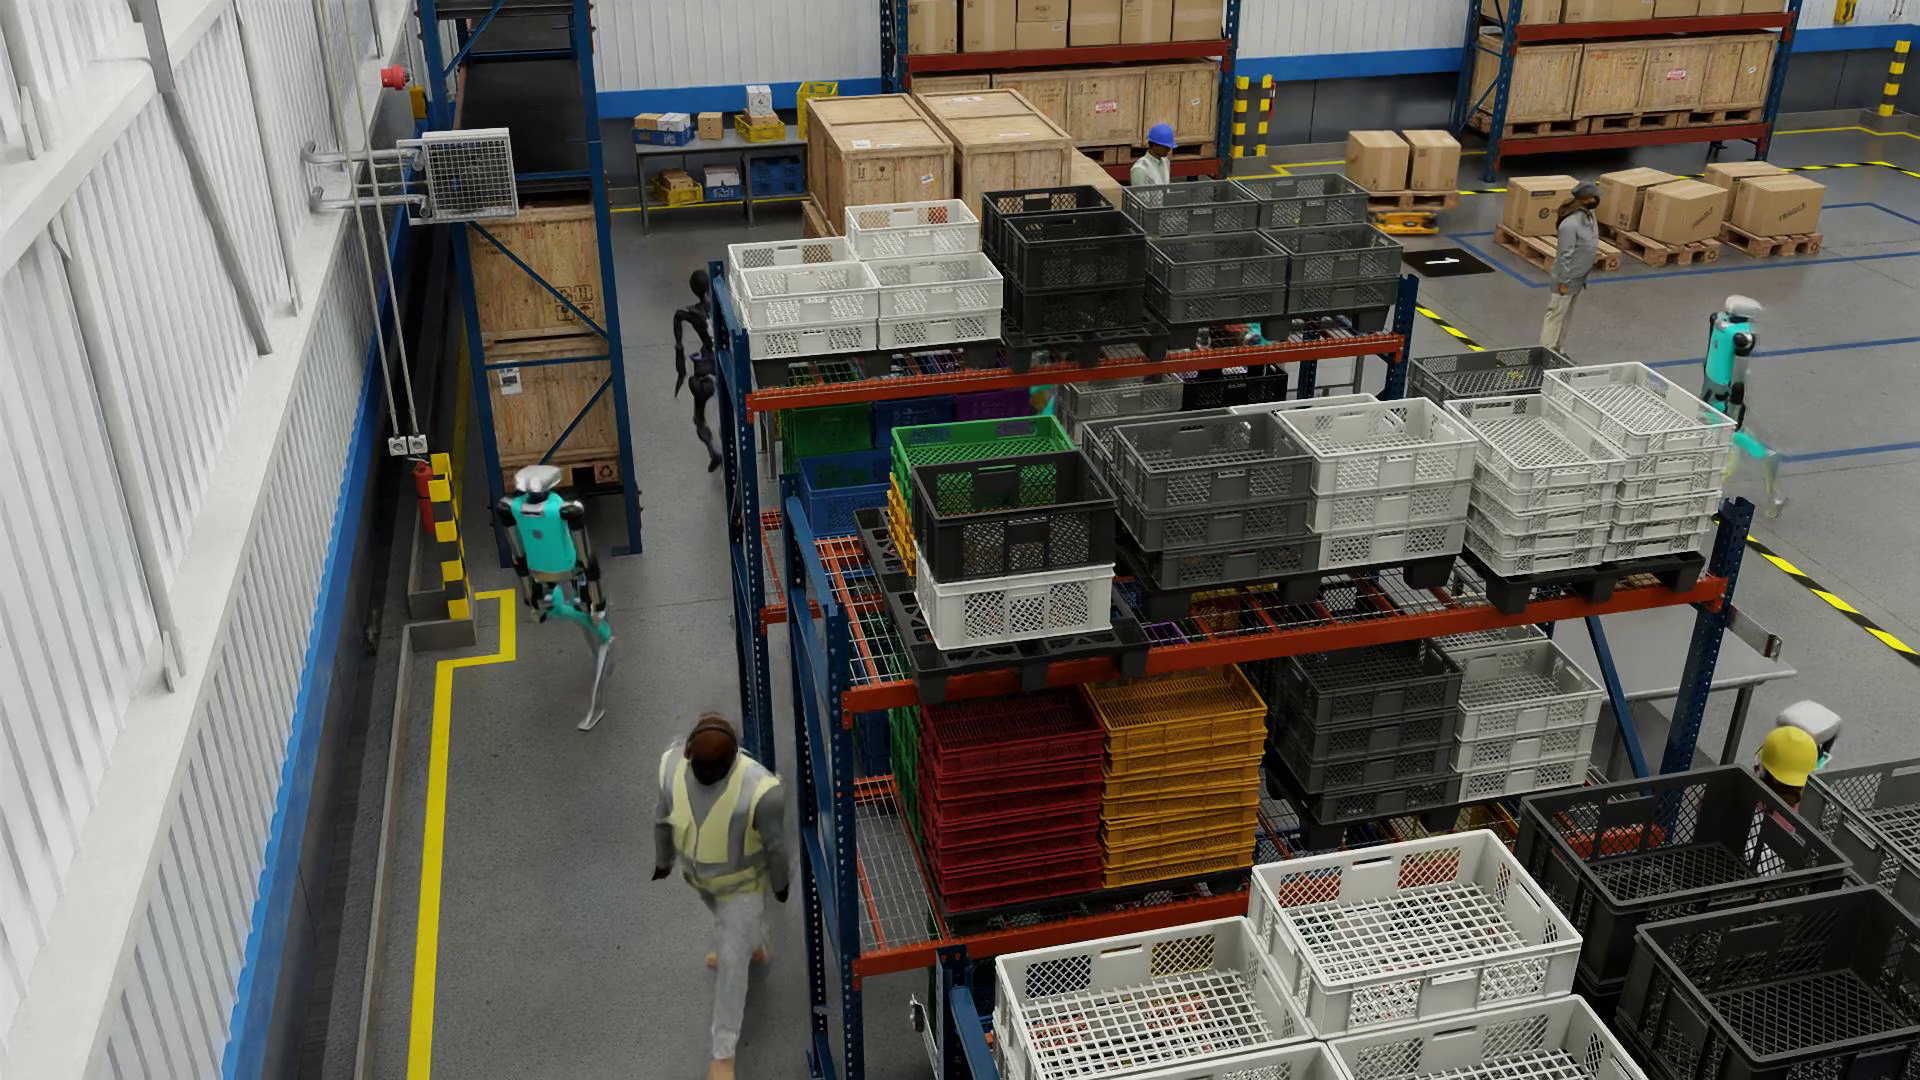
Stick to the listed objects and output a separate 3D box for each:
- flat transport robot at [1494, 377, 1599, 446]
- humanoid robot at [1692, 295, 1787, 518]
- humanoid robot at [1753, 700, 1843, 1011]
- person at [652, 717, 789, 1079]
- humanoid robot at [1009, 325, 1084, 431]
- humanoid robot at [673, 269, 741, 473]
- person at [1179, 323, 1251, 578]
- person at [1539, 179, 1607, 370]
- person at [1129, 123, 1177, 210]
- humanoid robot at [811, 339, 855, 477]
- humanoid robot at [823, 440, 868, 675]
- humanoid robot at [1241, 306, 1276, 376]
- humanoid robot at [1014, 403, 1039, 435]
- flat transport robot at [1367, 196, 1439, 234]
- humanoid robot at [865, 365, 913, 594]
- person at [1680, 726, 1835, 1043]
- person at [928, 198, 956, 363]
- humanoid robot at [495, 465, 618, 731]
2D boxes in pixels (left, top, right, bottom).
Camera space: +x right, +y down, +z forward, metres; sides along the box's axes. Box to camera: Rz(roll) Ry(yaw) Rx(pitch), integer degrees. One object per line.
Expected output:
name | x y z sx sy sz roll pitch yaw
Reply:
flat transport robot | 4.780 -1.036 14.013 0.659 0.231 1.431 -6 28 -12
humanoid robot | 5.903 -0.950 12.297 0.915 1.784 0.541 -1 28 -2
humanoid robot | 3.888 1.624 7.428 0.566 1.795 0.852 -21 34 -34
person | -1.092 1.503 7.583 0.677 1.781 0.918 14 31 25
humanoid robot | 0.674 -1.291 12.922 1.012 1.734 0.548 -5 28 -8
humanoid robot | -1.921 -1.309 13.013 0.599 1.642 0.463 -12 30 -22
person | 1.739 -0.685 11.466 0.423 2.033 0.608 -20 34 -33
person | 5.467 -2.370 14.932 0.395 1.769 0.564 20 34 33
person | 1.841 -3.061 16.071 0.414 1.935 0.612 18 33 31
humanoid robot | -0.833 -0.867 12.183 0.509 1.646 0.598 12 30 22
humanoid robot | -0.760 0.094 10.359 0.378 1.647 0.612 -5 28 -10
humanoid robot | 1.949 -0.949 12.394 0.781 1.902 0.562 16 32 28
humanoid robot | 0.295 -0.129 10.794 0.400 1.642 0.601 -1 28 -3
flat transport robot | 5.033 -3.861 19.343 0.652 0.197 1.431 -2 28 -4
humanoid robot | -0.617 -0.287 10.986 0.656 1.771 0.531 -15 31 -26
person | 3.483 1.595 7.342 0.601 1.830 0.404 0 28 1
person | -0.147 -1.942 13.998 0.572 1.884 0.360 2 28 3
humanoid robot | -2.296 0.244 10.054 0.563 1.794 0.947 6 28 11
